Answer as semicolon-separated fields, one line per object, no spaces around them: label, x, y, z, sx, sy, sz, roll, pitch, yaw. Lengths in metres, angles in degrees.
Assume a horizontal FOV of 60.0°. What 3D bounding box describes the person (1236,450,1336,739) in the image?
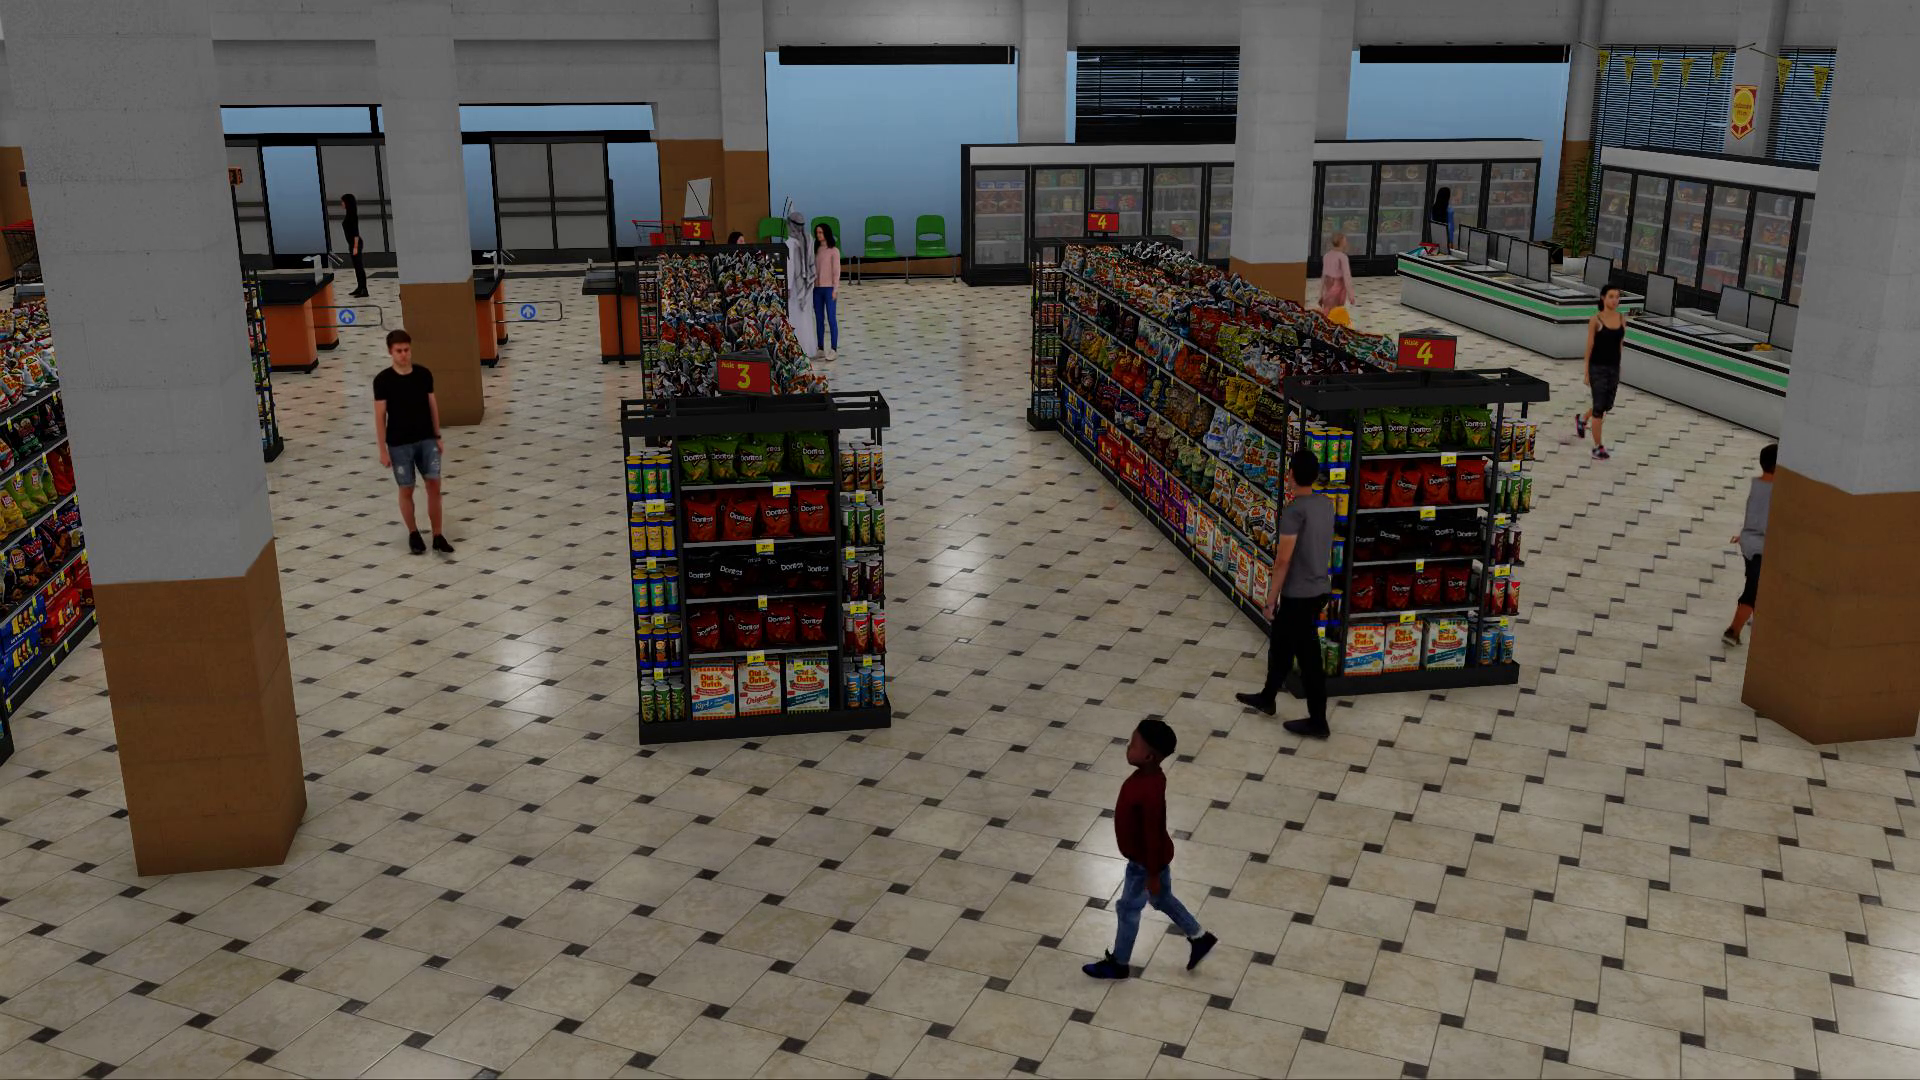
person;2.116;0.349;9.884;1.034;1.724;0.975;11;20;32

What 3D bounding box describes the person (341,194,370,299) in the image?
person;-9.758;-4.758;26.844;0.695;1.642;0.559;-10;19;-29

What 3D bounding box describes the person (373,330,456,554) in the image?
person;-4.481;-0.804;13.493;0.903;1.833;0.996;-11;20;-33

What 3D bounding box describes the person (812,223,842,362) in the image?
person;-1.748;-3.227;21.581;0.715;1.769;0.777;12;21;34

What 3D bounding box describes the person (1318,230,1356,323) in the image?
person;4.751;-3.096;21.348;0.845;1.653;1.089;-9;19;-26

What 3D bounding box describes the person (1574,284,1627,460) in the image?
person;6.385;-1.697;16.644;0.561;1.711;0.894;-3;17;-11

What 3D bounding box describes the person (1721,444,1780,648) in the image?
person;5.523;0.014;11.499;0.949;1.426;1.027;-13;21;-36

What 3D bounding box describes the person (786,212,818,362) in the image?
person;-2.070;-3.245;21.372;0.871;1.926;0.794;9;19;28

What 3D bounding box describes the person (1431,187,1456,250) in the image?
person;7.867;-4.913;27.232;0.736;1.712;0.588;-10;19;-29

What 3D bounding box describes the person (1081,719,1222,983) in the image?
person;0.889;1.376;7.318;0.717;1.248;0.835;2;17;7
